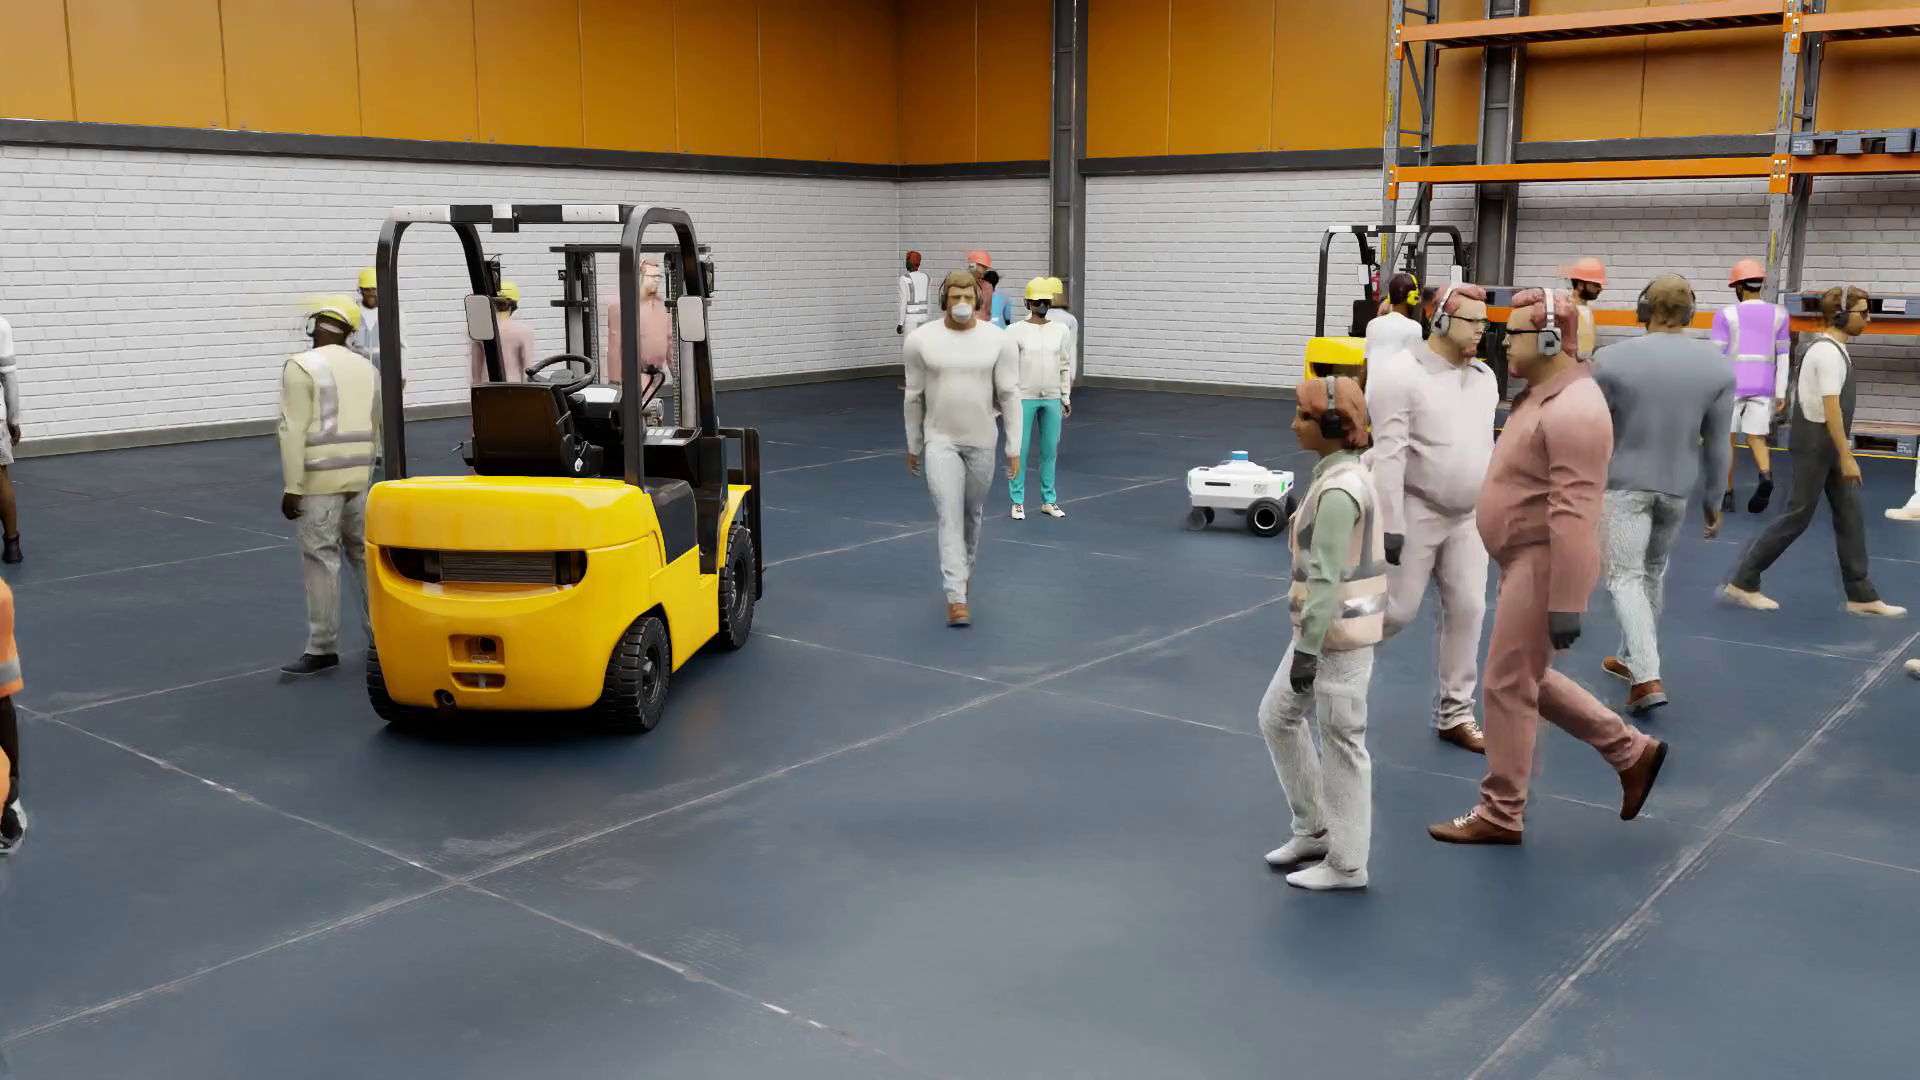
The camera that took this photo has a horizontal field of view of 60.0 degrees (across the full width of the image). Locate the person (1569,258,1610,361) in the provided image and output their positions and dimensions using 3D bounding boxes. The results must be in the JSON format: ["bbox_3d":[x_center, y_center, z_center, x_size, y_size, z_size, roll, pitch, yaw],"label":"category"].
[{"bbox_3d":[4.820,-1.217,12.844,0.967,1.885,0.564,10,14,43],"label":"person"}]

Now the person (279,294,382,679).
[{"bbox_3d":[-2.991,-0.257,7.868,0.406,1.781,0.686,4,11,19],"label":"person"}]

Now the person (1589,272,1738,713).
[{"bbox_3d":[3.024,-0.214,7.286,0.647,1.905,0.939,0,10,-1],"label":"person"}]

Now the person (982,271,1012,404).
[{"bbox_3d":[0.385,-2.544,20.867,0.551,1.642,0.879,-3,11,-15],"label":"person"}]

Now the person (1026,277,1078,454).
[{"bbox_3d":[0.820,-1.544,15.207,0.489,1.697,0.904,-2,10,-10],"label":"person"}]

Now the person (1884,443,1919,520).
[{"bbox_3d":[7.252,-1.018,11.988,0.815,1.815,0.622,5,11,26],"label":"person"}]

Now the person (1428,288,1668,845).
[{"bbox_3d":[1.998,0.110,5.521,0.708,1.882,0.652,2,10,12],"label":"person"}]

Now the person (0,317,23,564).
[{"bbox_3d":[-6.163,-0.784,10.342,0.555,1.937,0.373,-7,13,-36],"label":"person"}]

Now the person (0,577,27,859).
[{"bbox_3d":[-2.152,0.591,3.457,0.681,1.671,0.533,6,12,31],"label":"person"}]

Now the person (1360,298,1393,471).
[{"bbox_3d":[3.100,-1.010,12.460,0.549,1.618,0.533,8,13,38],"label":"person"}]

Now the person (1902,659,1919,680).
[{"bbox_3d":[4.767,-0.288,7.417,0.559,2.016,0.660,-4,11,-20],"label":"person"}]

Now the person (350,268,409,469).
[{"bbox_3d":[-5.135,-1.469,14.539,0.596,1.783,0.926,-3,11,-14],"label":"person"}]

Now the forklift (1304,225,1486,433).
[{"bbox_3d":[4.449,-2.115,16.993,1.214,2.155,2.313,8,13,38],"label":"forklift"}]

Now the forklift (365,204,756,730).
[{"bbox_3d":[-1.766,-0.406,7.525,1.214,2.155,2.313,1,10,7],"label":"forklift"}]

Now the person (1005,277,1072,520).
[{"bbox_3d":[0.571,-1.031,12.173,0.532,1.768,0.311,-4,11,-19],"label":"person"}]

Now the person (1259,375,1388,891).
[{"bbox_3d":[1.095,0.302,5.159,0.456,1.619,0.547,2,10,11],"label":"person"}]

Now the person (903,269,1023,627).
[{"bbox_3d":[0.013,-0.530,9.096,0.642,1.887,1.039,-1,10,-3],"label":"person"}]

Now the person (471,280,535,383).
[{"bbox_3d":[-3.620,-1.188,13.147,0.523,1.722,0.881,-1,10,-3],"label":"person"}]

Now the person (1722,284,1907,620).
[{"bbox_3d":[4.641,-0.471,8.978,0.895,1.804,0.529,7,12,32],"label":"person"}]

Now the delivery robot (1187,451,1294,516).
[{"bbox_3d":[1.960,-0.378,11.654,0.707,0.478,0.477,4,11,21],"label":"delivery robot"}]

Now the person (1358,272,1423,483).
[{"bbox_3d":[2.816,-0.879,11.181,0.796,1.833,0.568,-5,11,-26],"label":"person"}]

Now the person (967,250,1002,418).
[{"bbox_3d":[0.107,-2.375,19.213,0.637,1.923,1.073,-5,12,-28],"label":"person"}]

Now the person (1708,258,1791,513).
[{"bbox_3d":[5.814,-1.109,12.250,0.596,1.904,0.685,1,10,6],"label":"person"}]

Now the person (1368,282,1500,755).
[{"bbox_3d":[1.882,-0.112,6.799,0.651,1.874,0.802,-5,11,-24],"label":"person"}]

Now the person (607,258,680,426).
[{"bbox_3d":[-2.557,-1.394,13.873,0.806,1.873,0.642,5,11,27],"label":"person"}]

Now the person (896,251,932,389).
[{"bbox_3d":[-0.632,-3.003,22.770,0.355,1.885,0.576,10,14,43],"label":"person"}]
